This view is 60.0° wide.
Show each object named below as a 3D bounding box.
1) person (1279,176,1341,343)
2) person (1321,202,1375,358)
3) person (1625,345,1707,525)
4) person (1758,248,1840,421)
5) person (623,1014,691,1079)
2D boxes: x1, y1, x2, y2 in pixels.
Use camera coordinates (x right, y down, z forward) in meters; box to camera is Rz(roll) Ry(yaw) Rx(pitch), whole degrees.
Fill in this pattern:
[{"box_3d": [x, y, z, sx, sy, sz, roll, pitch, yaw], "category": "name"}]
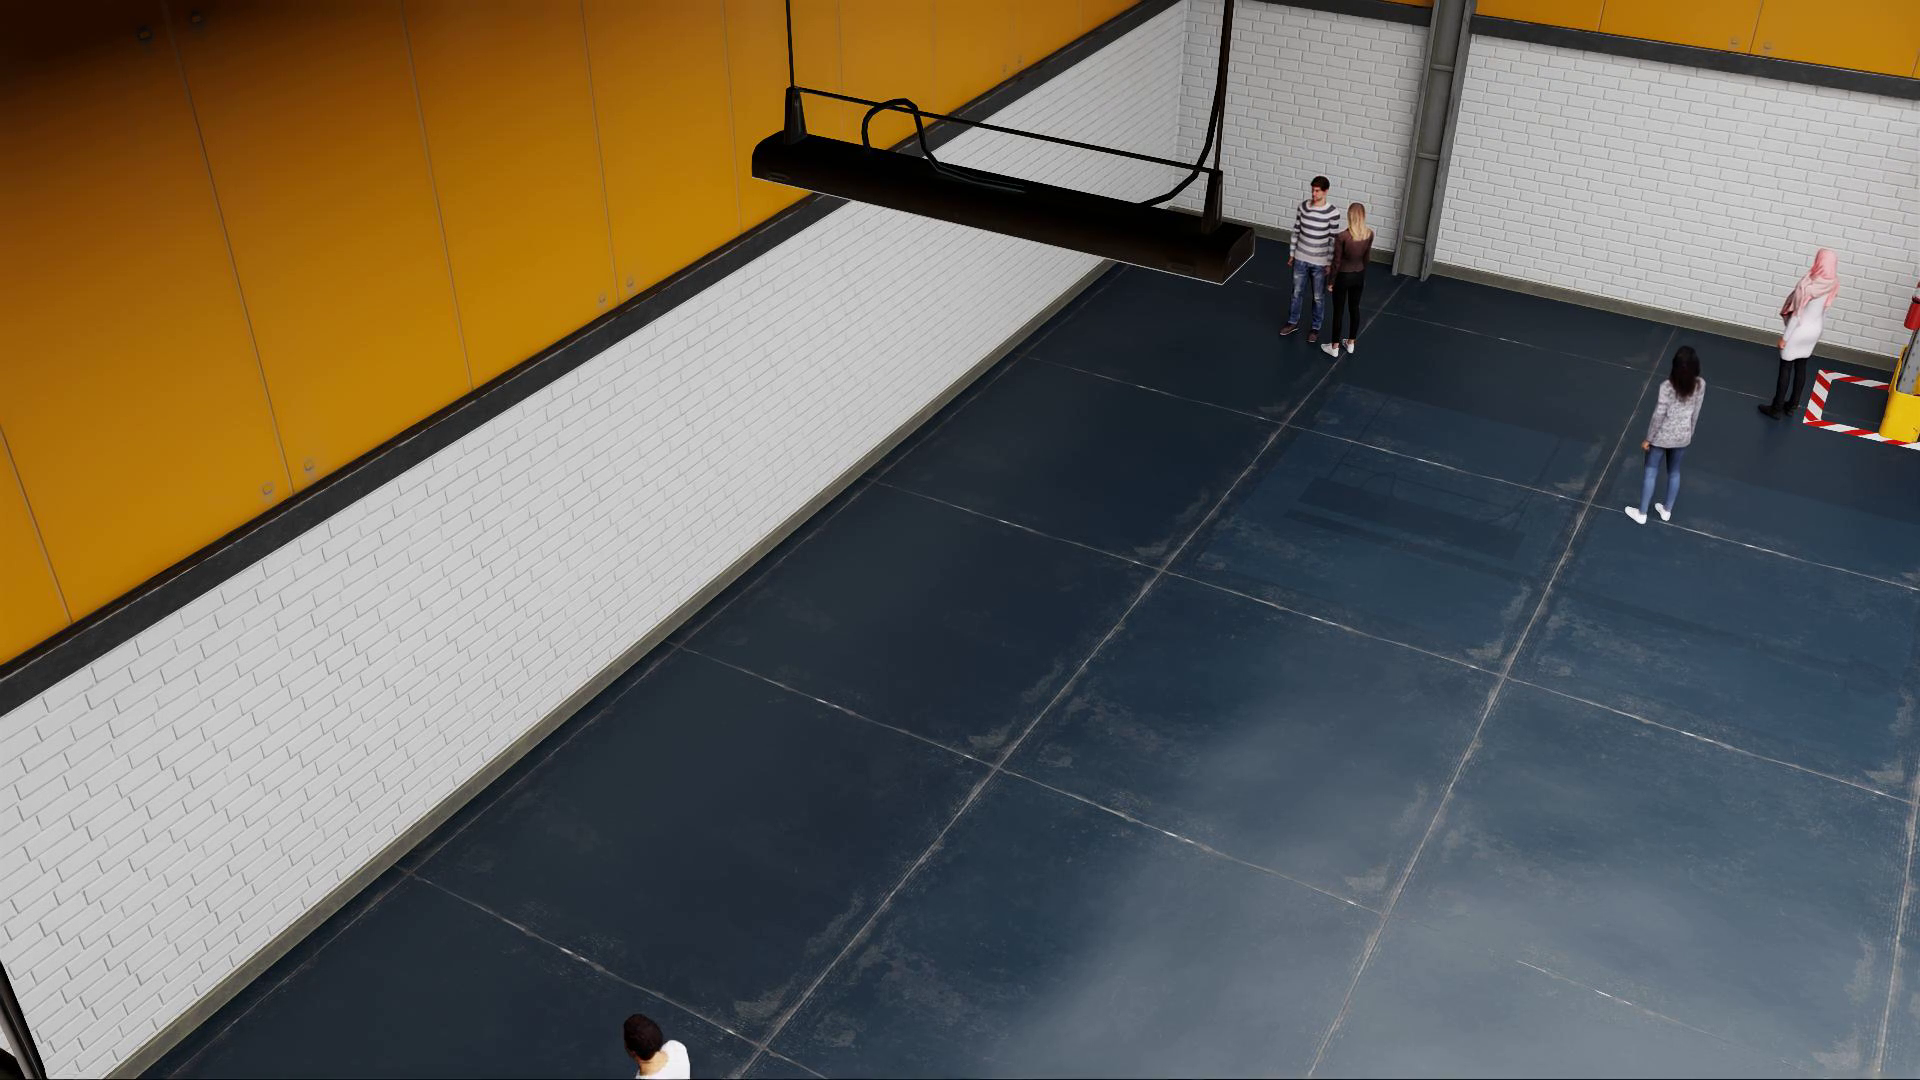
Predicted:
[{"box_3d": [3.801, -3.046, 17.927, 0.467, 1.852, 0.719, 20, 39, 27], "category": "person"}, {"box_3d": [4.124, -2.765, 17.638, 0.672, 1.704, 0.709, -12, 35, -17], "category": "person"}, {"box_3d": [6.340, -0.936, 14.863, 0.663, 1.732, 0.746, -5, 34, -7], "category": "person"}, {"box_3d": [8.333, -2.042, 16.461, 0.739, 1.803, 0.793, -10, 35, -14], "category": "person"}, {"box_3d": [-1.480, 3.174, 8.643, 0.669, 1.772, 0.671, 15, 36, 21], "category": "person"}]
